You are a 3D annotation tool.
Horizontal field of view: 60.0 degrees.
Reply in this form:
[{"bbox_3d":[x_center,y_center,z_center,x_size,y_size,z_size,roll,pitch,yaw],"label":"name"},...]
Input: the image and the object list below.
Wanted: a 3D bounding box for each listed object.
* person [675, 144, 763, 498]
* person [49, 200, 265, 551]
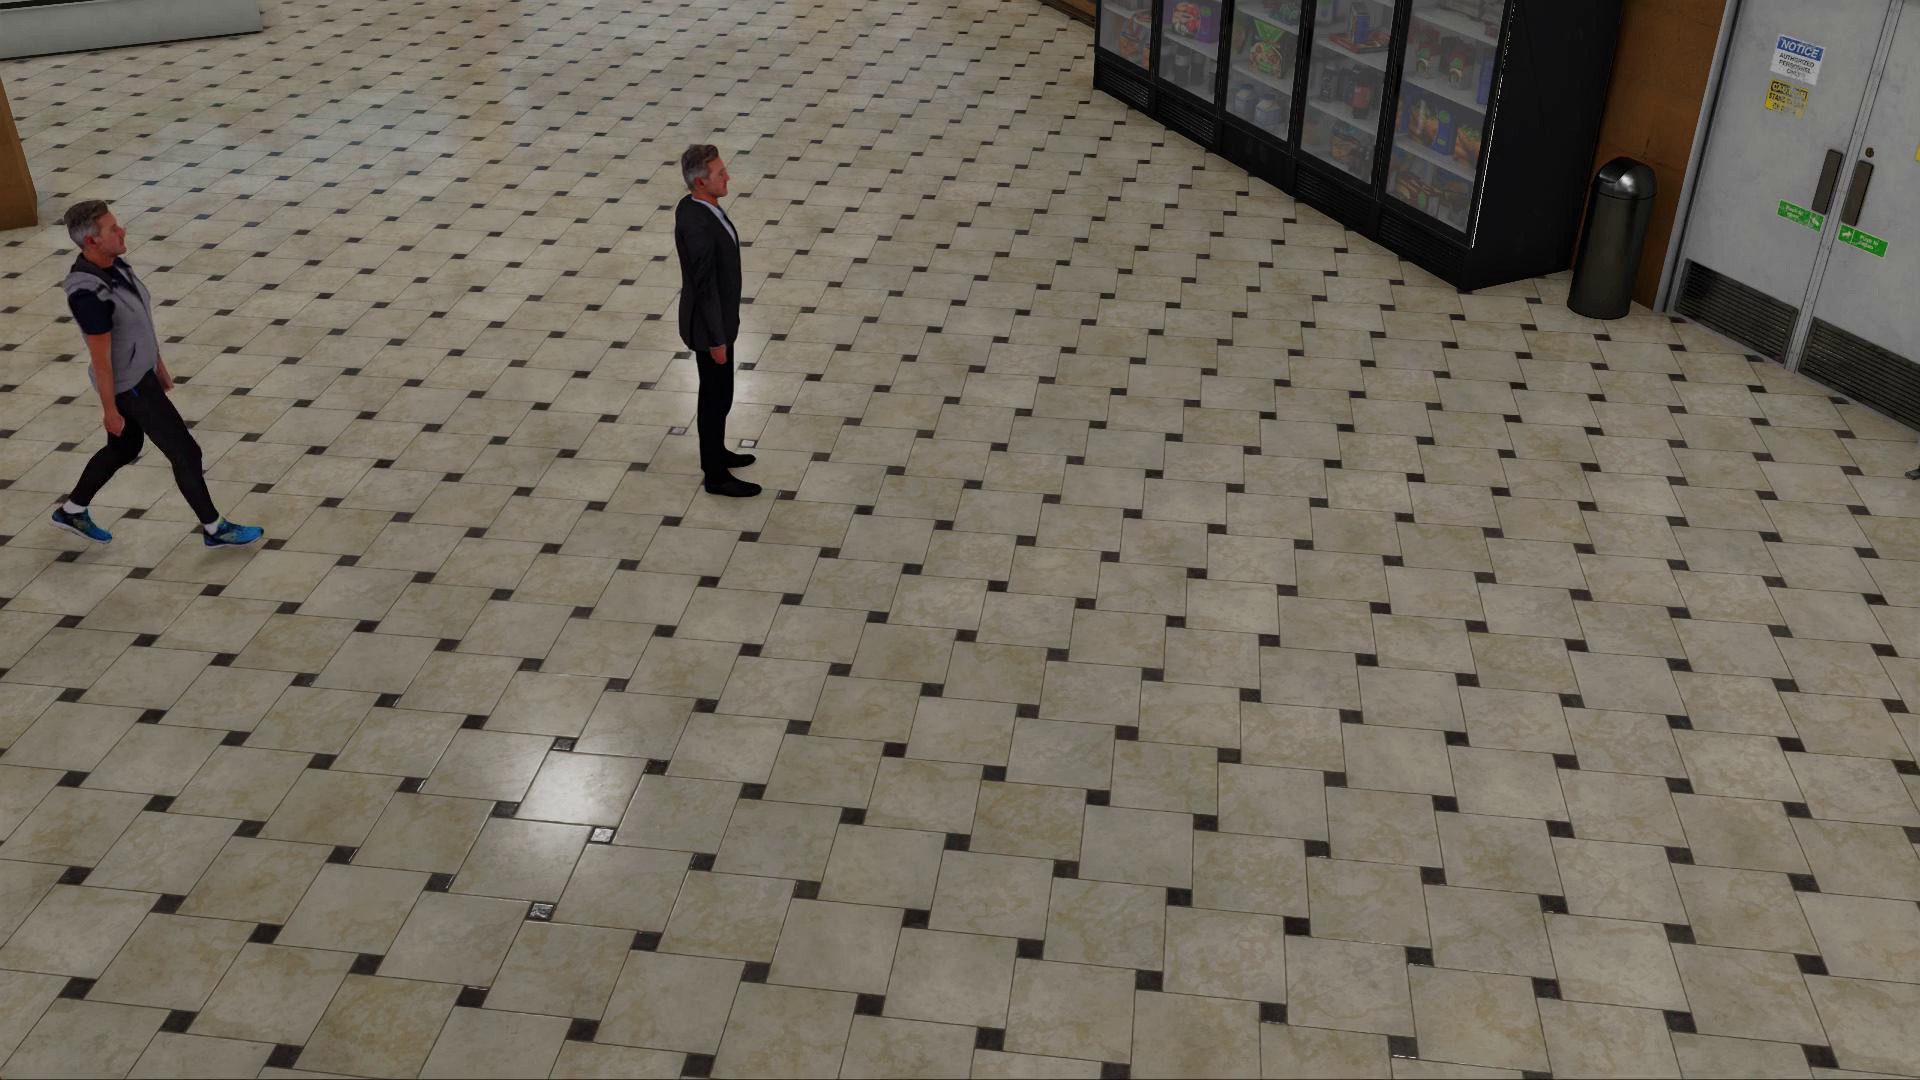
[{"bbox_3d":[-1.253,-1.122,8.455,0.692,1.840,0.778,-5,32,-9],"label":"person"},{"bbox_3d":[-4.010,-0.694,7.822,1.259,1.783,0.837,-9,33,-14],"label":"person"}]
